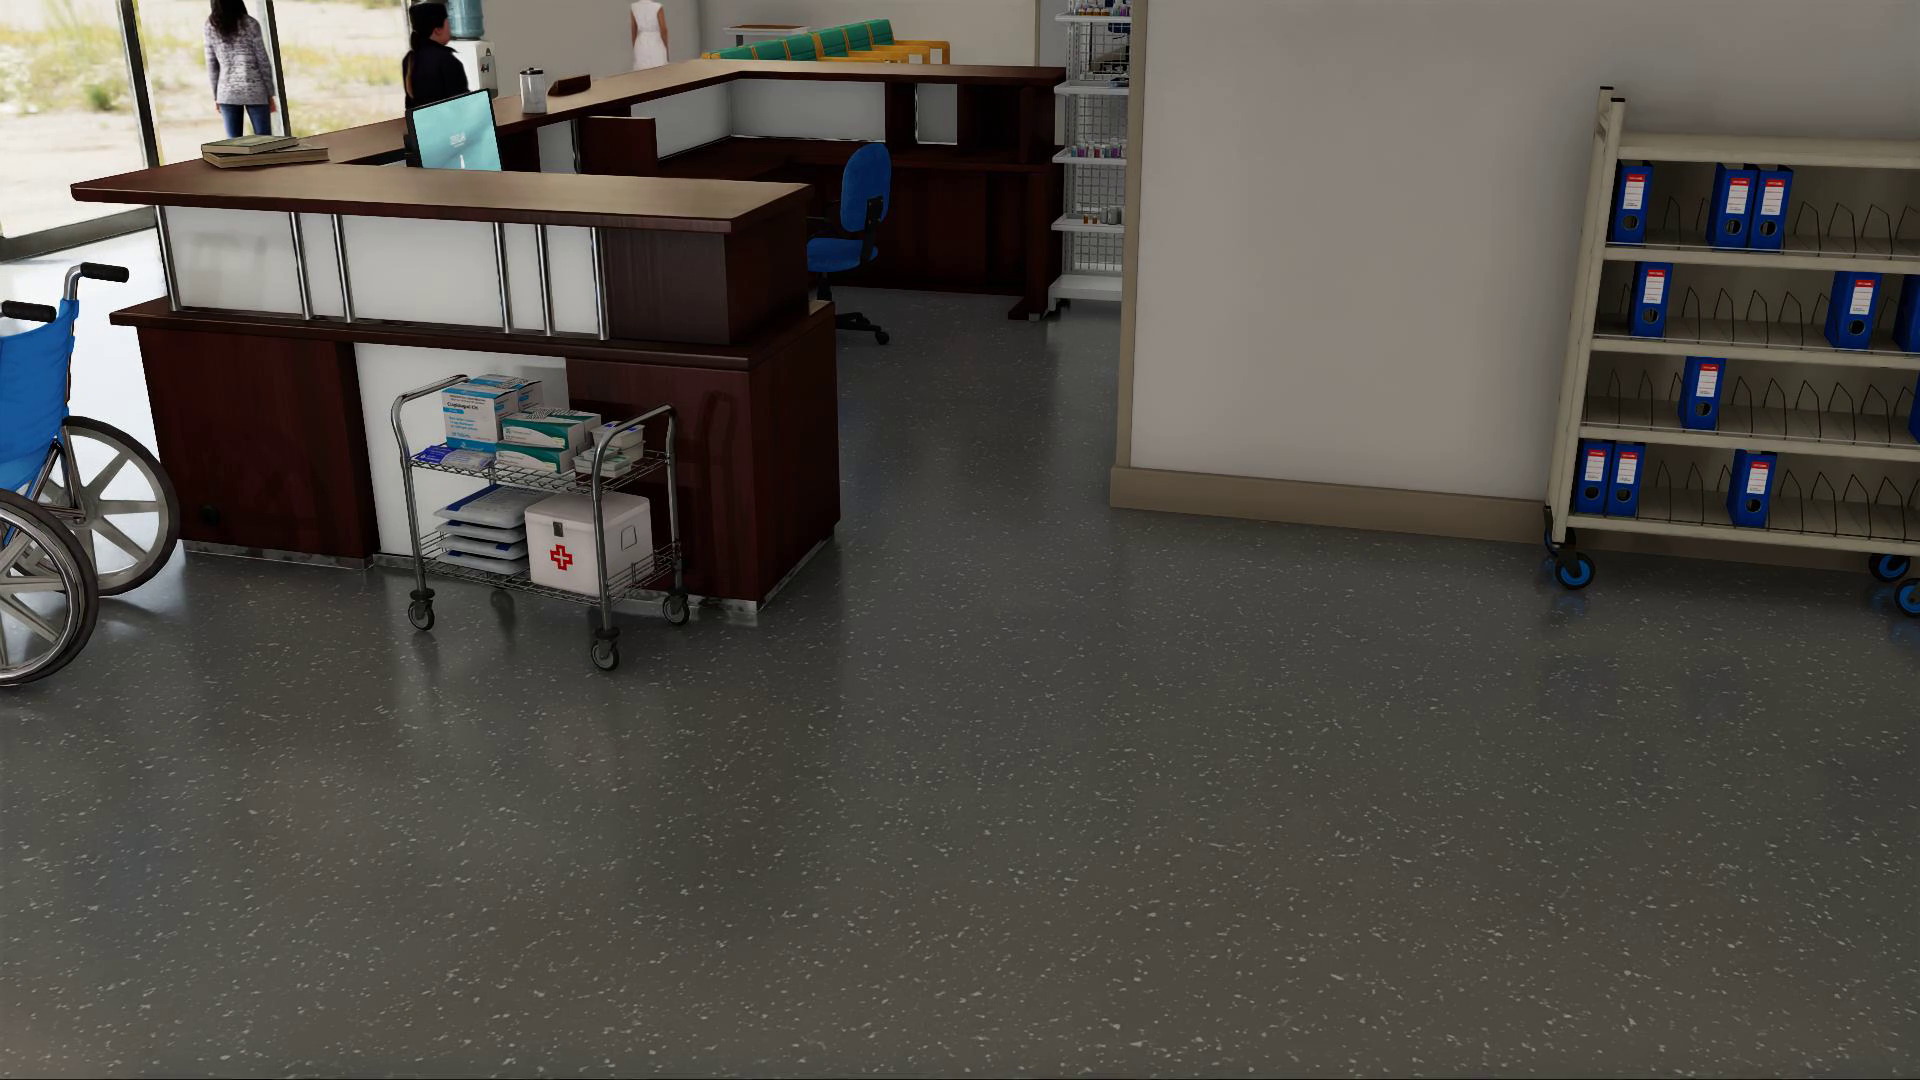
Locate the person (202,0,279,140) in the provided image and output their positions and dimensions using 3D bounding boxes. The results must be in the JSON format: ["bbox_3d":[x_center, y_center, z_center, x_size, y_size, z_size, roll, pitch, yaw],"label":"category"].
[{"bbox_3d":[-5.480,-3.402,12.693,0.597,1.732,0.743,-3,21,-8],"label":"person"}]

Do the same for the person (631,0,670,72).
[{"bbox_3d":[-3.255,-5.133,17.513,0.475,1.555,0.630,3,21,9],"label":"person"}]

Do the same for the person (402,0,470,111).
[{"bbox_3d":[-3.150,-2.388,10.102,0.717,1.671,0.848,16,26,36],"label":"person"}]
